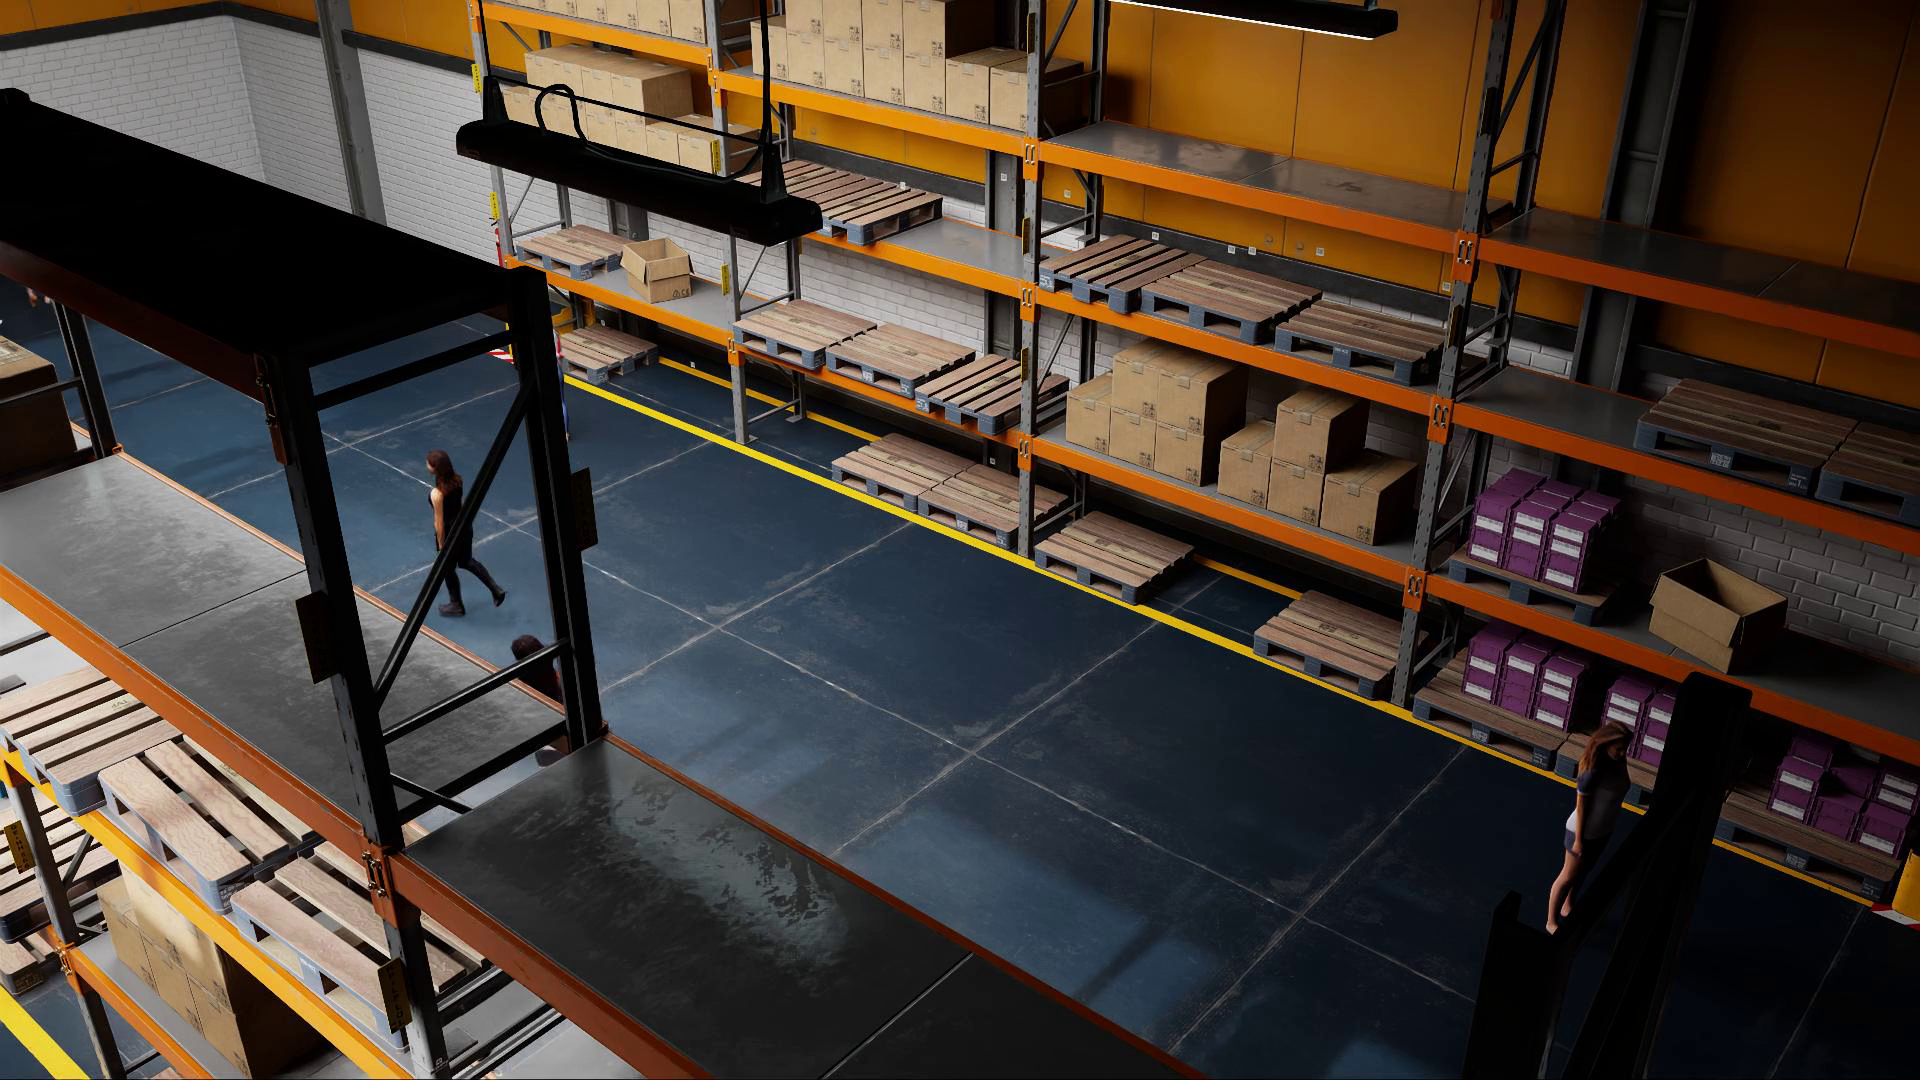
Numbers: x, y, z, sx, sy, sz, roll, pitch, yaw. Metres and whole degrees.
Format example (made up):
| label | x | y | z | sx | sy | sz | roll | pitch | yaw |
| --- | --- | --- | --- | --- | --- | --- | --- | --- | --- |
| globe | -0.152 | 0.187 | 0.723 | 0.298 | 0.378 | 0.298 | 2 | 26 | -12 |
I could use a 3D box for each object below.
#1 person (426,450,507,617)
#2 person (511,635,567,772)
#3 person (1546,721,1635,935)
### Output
| label | x | y | z | sx | sy | sz | roll | pitch | yaw |
| --- | --- | --- | --- | --- | --- | --- | --- | --- | --- |
| person | -4.457 | -0.040 | 14.864 | 0.998 | 1.674 | 0.806 | 8 | 30 | 15 |
| person | -2.846 | 1.509 | 11.907 | 0.683 | 1.785 | 0.832 | 12 | 31 | 21 |
| person | 4.228 | 1.931 | 11.193 | 0.635 | 1.729 | 0.601 | -21 | 35 | -33 |
